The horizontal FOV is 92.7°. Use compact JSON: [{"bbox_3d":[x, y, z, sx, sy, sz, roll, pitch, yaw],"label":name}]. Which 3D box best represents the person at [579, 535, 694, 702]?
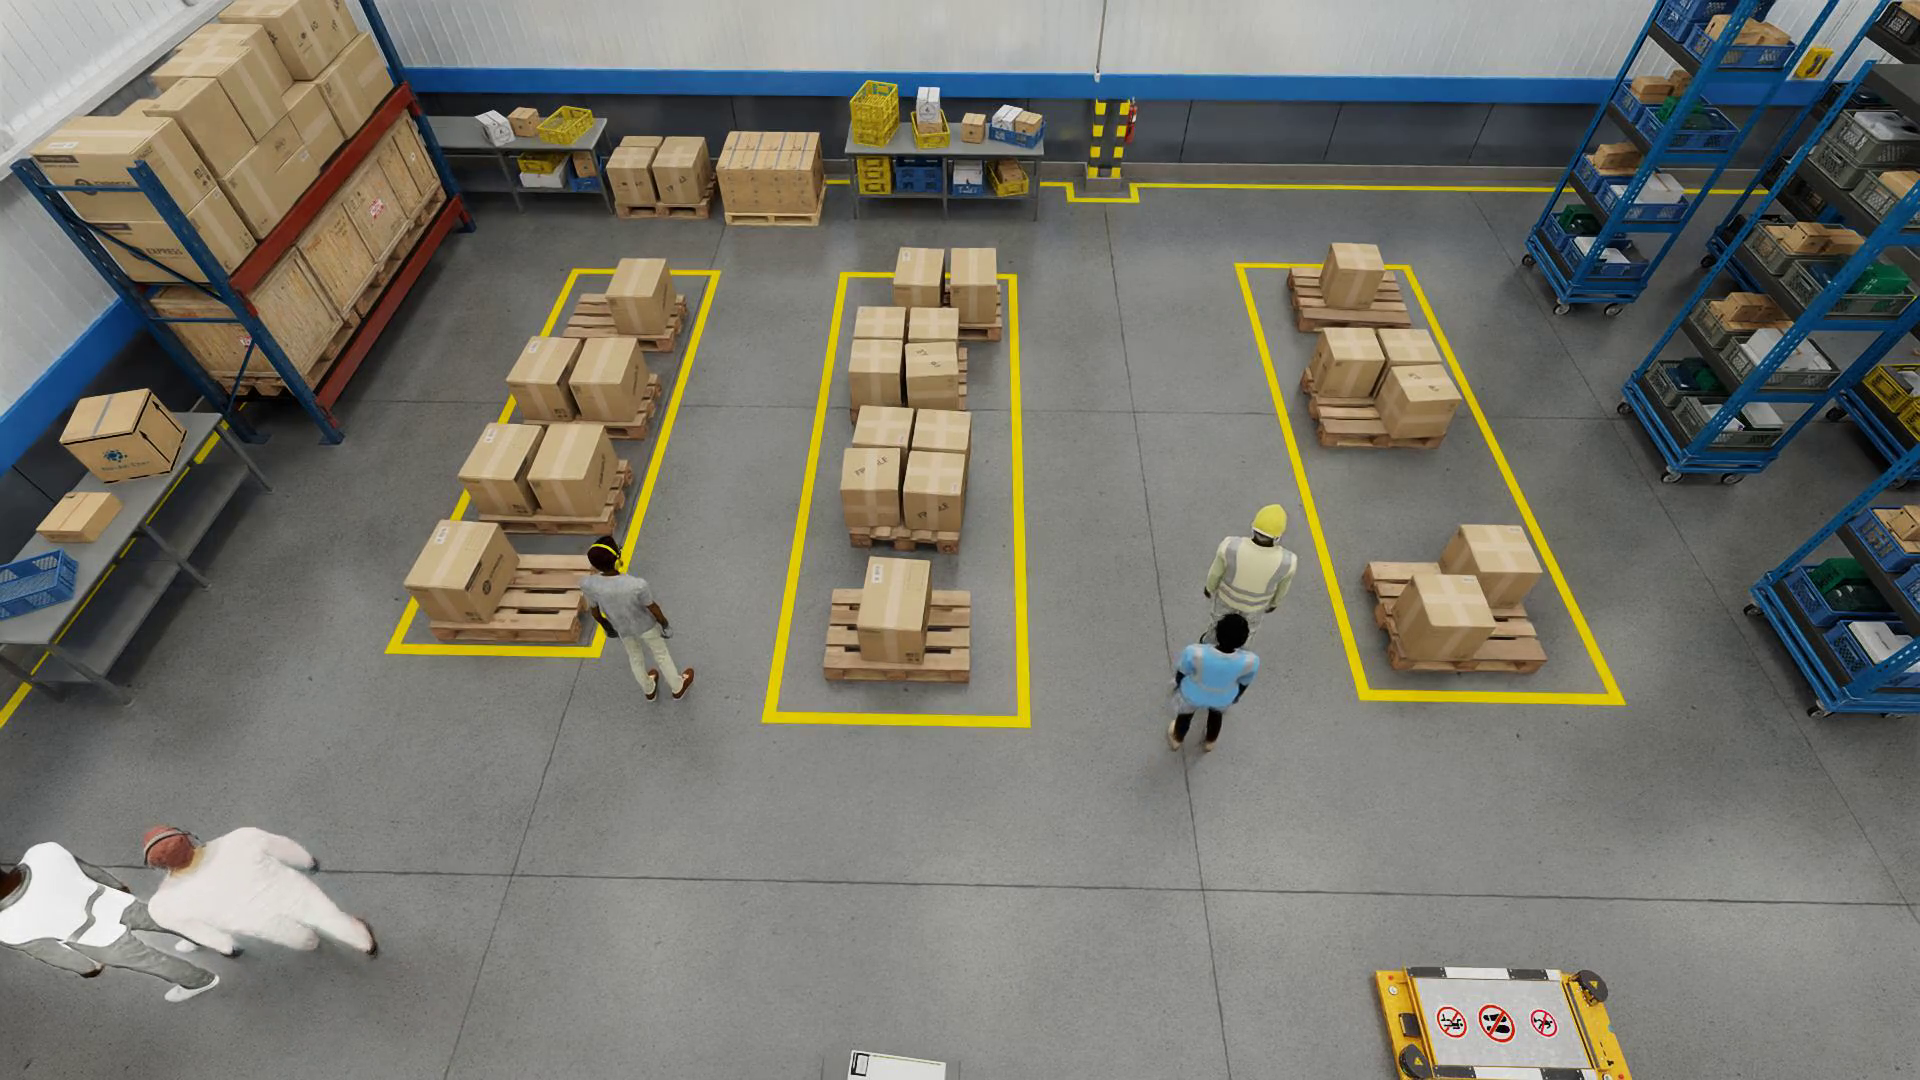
[{"bbox_3d":[-2.454,0.633,6.929,0.534,1.868,0.310,1,51,0],"label":"person"}]

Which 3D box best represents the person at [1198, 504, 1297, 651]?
[{"bbox_3d":[2.212,0.396,7.151,0.591,1.822,0.404,16,53,12],"label":"person"}]

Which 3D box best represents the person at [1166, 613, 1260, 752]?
[{"bbox_3d":[1.811,1.076,6.684,0.537,1.691,0.334,7,51,6],"label":"person"}]

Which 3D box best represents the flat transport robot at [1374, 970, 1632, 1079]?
[{"bbox_3d":[3.501,3.133,5.914,1.431,0.197,0.652,1,51,1],"label":"flat transport robot"}]

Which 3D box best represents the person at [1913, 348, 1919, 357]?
[{"bbox_3d":[10.864,-2.579,9.475,0.403,1.988,0.618,9,51,7],"label":"person"}]

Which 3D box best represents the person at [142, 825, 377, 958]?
[{"bbox_3d":[-4.341,2.191,5.656,0.525,1.905,0.664,31,57,23],"label":"person"}]

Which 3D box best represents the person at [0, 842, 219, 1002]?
[{"bbox_3d":[-5.193,2.313,5.537,0.387,1.909,0.584,-12,52,-10],"label":"person"}]
